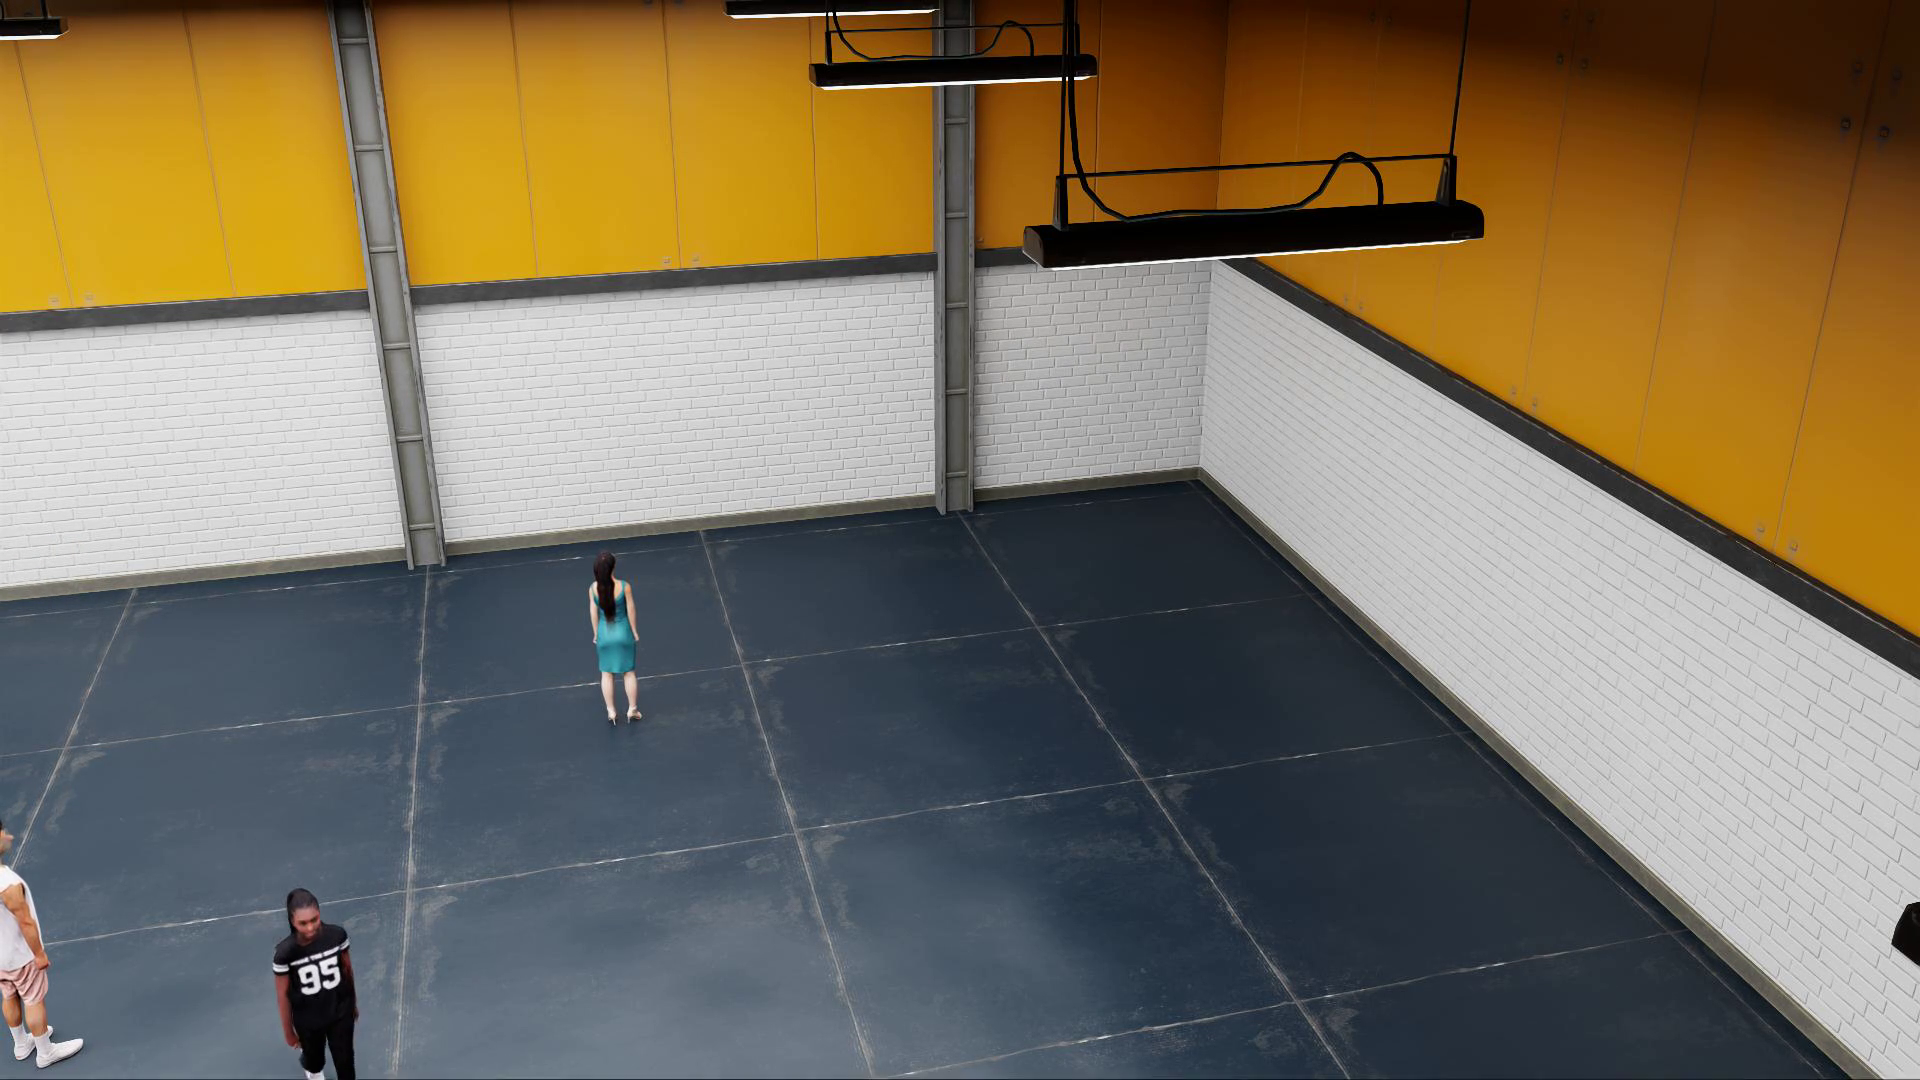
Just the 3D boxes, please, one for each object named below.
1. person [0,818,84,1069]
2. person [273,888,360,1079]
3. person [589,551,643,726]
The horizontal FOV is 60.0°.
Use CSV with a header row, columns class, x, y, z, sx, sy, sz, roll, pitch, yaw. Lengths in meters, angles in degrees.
class,x,y,z,sx,sy,sz,roll,pitch,yaw
person,-6.107,2.595,10.700,0.713,1.784,0.785,12,26,25
person,-3.930,2.859,10.188,1.006,1.712,0.907,-17,29,-33
person,-3.067,0.867,14.778,0.493,1.685,0.654,-1,24,-3
